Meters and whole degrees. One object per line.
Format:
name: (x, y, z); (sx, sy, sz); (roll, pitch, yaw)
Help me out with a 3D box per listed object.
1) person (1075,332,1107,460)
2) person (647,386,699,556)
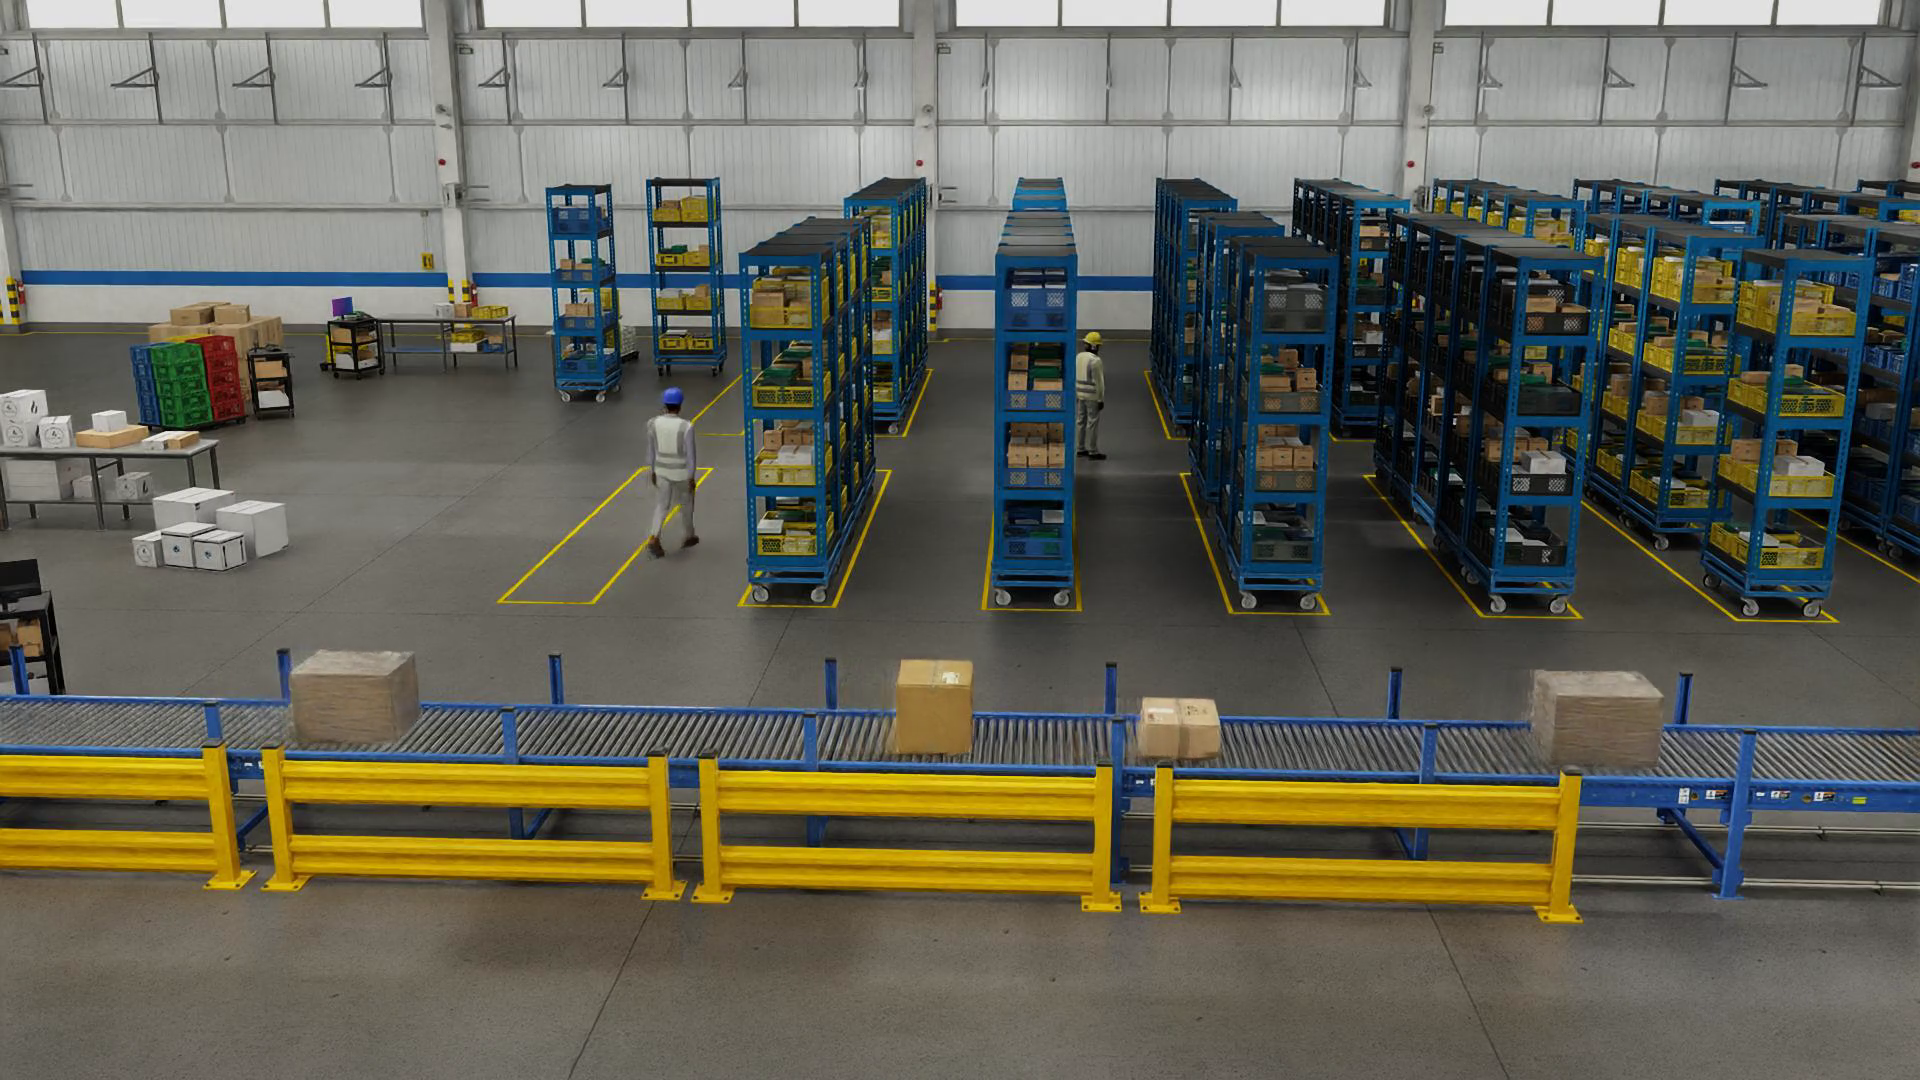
person: (1.860, -2.052, 23.697); (0.403, 1.826, 0.589); (-10, 18, -33)
person: (-3.267, -0.777, 18.798); (0.616, 1.917, 0.897); (5, 16, 17)
